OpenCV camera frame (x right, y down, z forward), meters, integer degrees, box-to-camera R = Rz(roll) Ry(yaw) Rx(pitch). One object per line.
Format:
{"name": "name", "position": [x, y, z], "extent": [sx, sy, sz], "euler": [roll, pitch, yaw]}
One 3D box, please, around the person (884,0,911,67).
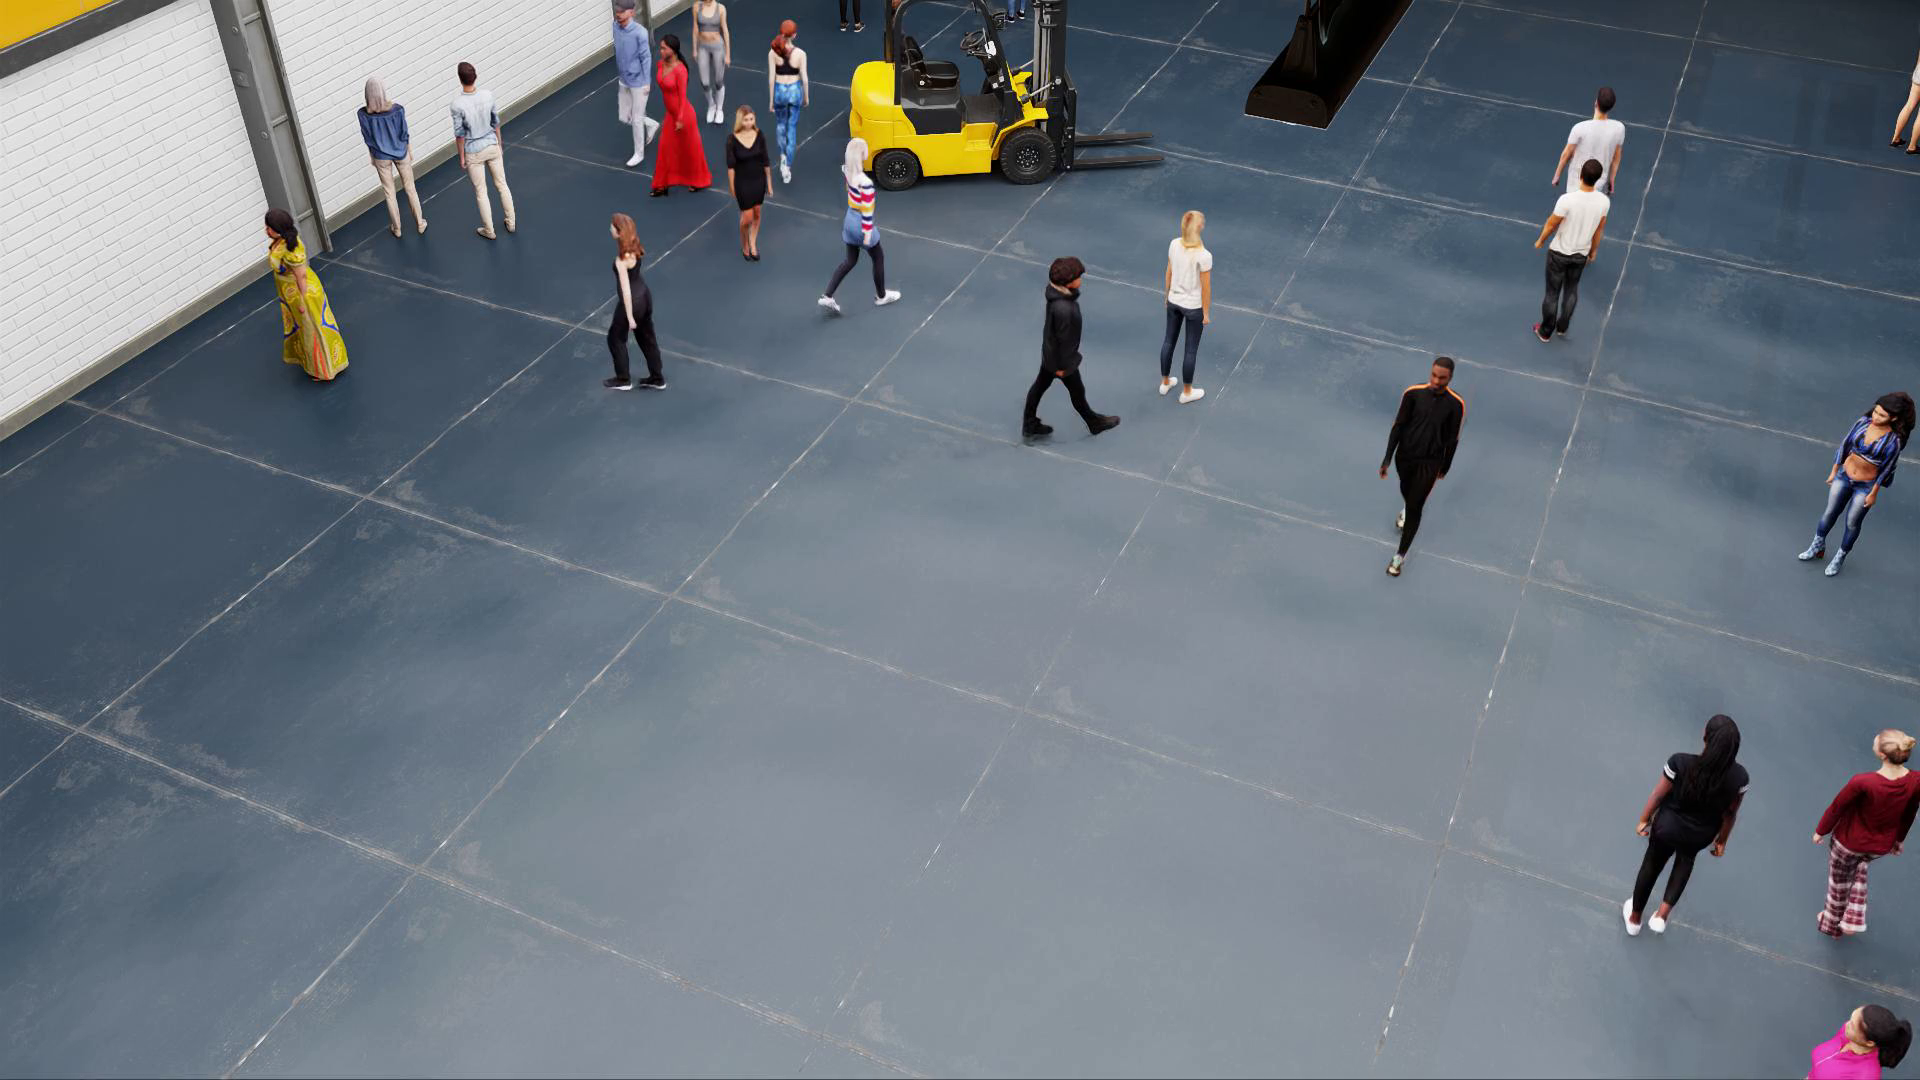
{"name": "person", "position": [-0.777, -5.505, 19.160], "extent": [0.978, 1.415, 0.882], "euler": [-16, 41, -19]}

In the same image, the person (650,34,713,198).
{"name": "person", "position": [-2.899, -4.504, 17.638], "extent": [0.770, 1.760, 1.032], "euler": [26, 46, 29]}

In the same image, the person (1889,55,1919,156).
{"name": "person", "position": [10.774, -5.196, 18.428], "extent": [0.731, 1.846, 0.681], "euler": [-15, 41, -18]}

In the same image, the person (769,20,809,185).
{"name": "person", "position": [-1.835, -4.648, 17.813], "extent": [0.715, 1.767, 0.774], "euler": [-3, 39, -3]}

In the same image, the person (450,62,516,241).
{"name": "person", "position": [-4.850, -3.951, 16.867], "extent": [0.660, 1.847, 0.791], "euler": [-26, 45, -28]}

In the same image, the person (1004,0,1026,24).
{"name": "person", "position": [0.718, -7.395, 21.656], "extent": [0.551, 1.254, 0.641], "euler": [-23, 44, -26]}

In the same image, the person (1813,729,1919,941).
{"name": "person", "position": [5.356, 1.804, 9.787], "extent": [0.771, 1.691, 0.784], "euler": [2, 39, 2]}

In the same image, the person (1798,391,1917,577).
{"name": "person", "position": [6.830, -0.439, 12.654], "extent": [0.717, 1.616, 0.694], "euler": [-21, 43, -24]}

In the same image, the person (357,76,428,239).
{"name": "person", "position": [-5.793, -3.906, 16.940], "extent": [0.703, 1.697, 0.766], "euler": [-13, 41, -16]}

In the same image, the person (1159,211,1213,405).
{"name": "person", "position": [1.965, -2.035, 14.499], "extent": [0.658, 1.808, 0.609], "euler": [30, 47, 32]}

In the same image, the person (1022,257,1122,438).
{"name": "person", "position": [0.762, -1.564, 13.973], "extent": [1.077, 1.730, 1.116], "euler": [-6, 39, -7]}

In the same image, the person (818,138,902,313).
{"name": "person", "position": [-1.020, -2.932, 15.644], "extent": [1.194, 1.782, 1.018], "euler": [-22, 44, -25]}

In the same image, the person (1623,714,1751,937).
{"name": "person", "position": [4.288, 1.770, 9.799], "extent": [0.685, 1.729, 0.730], "euler": [10, 40, 12]}

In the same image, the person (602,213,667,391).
{"name": "person", "position": [-2.780, -2.068, 14.603], "extent": [0.735, 1.731, 0.763], "euler": [9, 39, 11]}

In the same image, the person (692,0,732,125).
{"name": "person", "position": [-2.841, -5.637, 19.104], "extent": [0.704, 1.692, 0.722], "euler": [0, 39, 0]}

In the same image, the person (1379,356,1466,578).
{"name": "person", "position": [3.563, -0.679, 12.839], "extent": [0.677, 1.762, 1.214], "euler": [18, 42, 21]}

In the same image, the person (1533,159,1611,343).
{"name": "person", "position": [5.591, -2.618, 15.249], "extent": [0.772, 1.794, 0.802], "euler": [-4, 39, -5]}

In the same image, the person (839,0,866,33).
{"name": "person", "position": [-1.424, -7.346, 21.284], "extent": [0.588, 1.641, 0.582], "euler": [5, 39, 6]}

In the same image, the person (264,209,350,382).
{"name": "person", "position": [-5.886, -2.207, 14.843], "extent": [1.011, 1.659, 0.997], "euler": [-21, 43, -24]}

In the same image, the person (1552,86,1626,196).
{"name": "person", "position": [6.167, -3.486, 16.295], "extent": [0.936, 1.836, 1.050], "euler": [-1, 39, -1]}

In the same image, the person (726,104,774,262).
{"name": "person", "position": [-2.112, -3.564, 16.531], "extent": [0.662, 1.663, 0.732], "euler": [-18, 42, -21]}

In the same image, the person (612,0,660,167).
{"name": "person", "position": [-3.528, -5.072, 18.253], "extent": [0.716, 1.870, 0.909], "euler": [23, 44, 26]}

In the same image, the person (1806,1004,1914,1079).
{"name": "person", "position": [4.395, 2.903, 8.413], "extent": [0.701, 1.699, 0.570], "euler": [7, 39, 8]}
